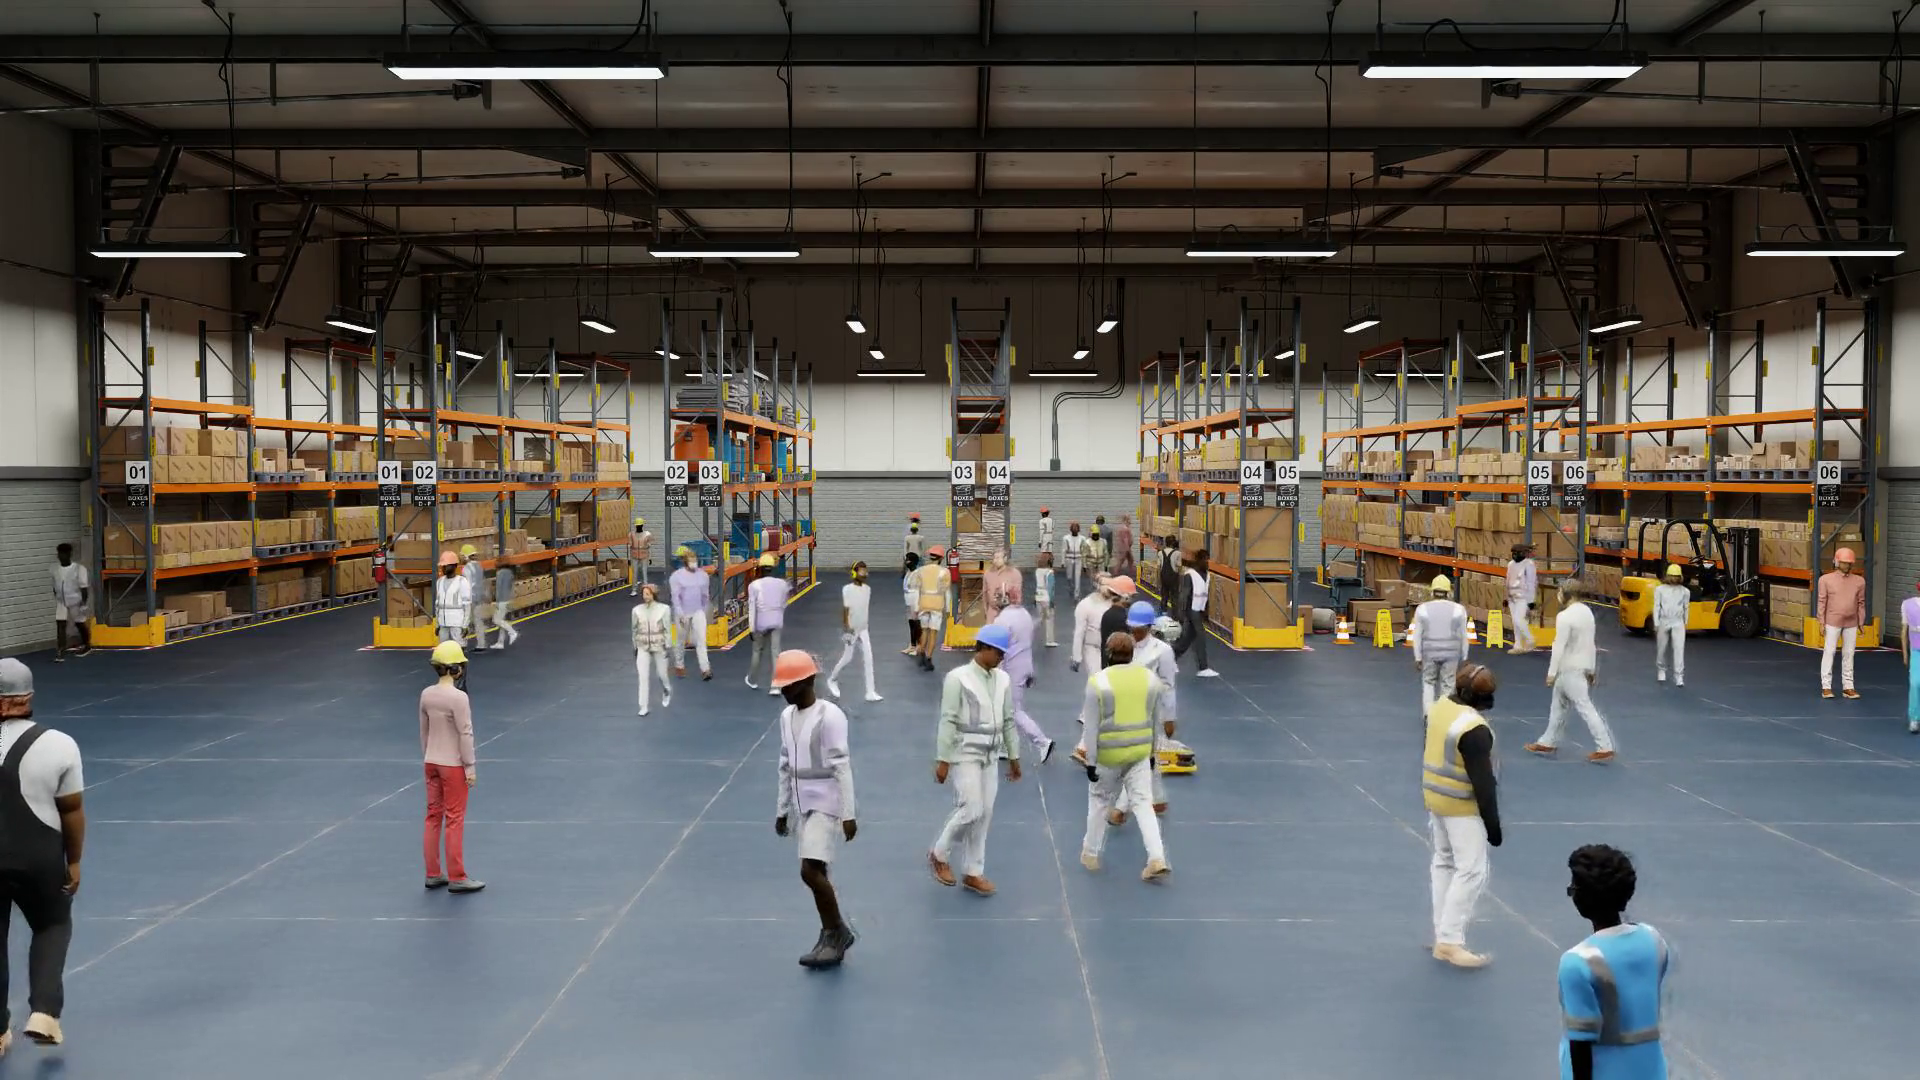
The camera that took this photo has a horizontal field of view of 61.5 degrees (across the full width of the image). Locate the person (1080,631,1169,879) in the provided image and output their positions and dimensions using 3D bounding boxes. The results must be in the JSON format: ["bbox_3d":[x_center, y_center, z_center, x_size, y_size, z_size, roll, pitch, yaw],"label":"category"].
[{"bbox_3d":[1.202,1.570,11.875,0.630,1.808,0.906,-1,2,-19],"label":"person"}]

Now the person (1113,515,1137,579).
[{"bbox_3d":[4.683,0.234,44.639,0.978,1.859,0.675,0,2,11],"label":"person"}]

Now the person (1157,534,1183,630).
[{"bbox_3d":[3.960,0.811,30.420,0.509,1.842,0.329,1,3,32],"label":"person"}]

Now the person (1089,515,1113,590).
[{"bbox_3d":[3.619,0.323,41.547,0.627,1.938,0.372,0,2,-4],"label":"person"}]

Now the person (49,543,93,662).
[{"bbox_3d":[-14.208,0.978,25.865,0.619,1.890,1.060,0,2,-4],"label":"person"}]

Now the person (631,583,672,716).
[{"bbox_3d":[-3.807,1.332,20.002,0.516,1.618,0.687,0,2,2],"label":"person"}]

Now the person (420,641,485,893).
[{"bbox_3d":[-3.626,1.600,11.480,0.524,1.771,0.313,2,3,36],"label":"person"}]

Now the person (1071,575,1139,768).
[{"bbox_3d":[1.547,1.326,16.027,0.892,1.965,0.626,-1,2,-17],"label":"person"}]

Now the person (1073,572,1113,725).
[{"bbox_3d":[1.592,1.288,18.320,0.667,1.862,0.998,-1,3,-33],"label":"person"}]

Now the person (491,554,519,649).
[{"bbox_3d":[-7.721,1.046,27.383,0.459,1.602,0.536,0,2,9],"label":"person"}]

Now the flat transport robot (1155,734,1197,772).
[{"bbox_3d":[1.920,2.160,16.489,0.652,0.197,1.431,0,2,-6],"label":"flat transport robot"}]

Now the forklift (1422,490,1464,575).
[{"bbox_3d":[13.926,-0.371,47.846,1.873,2.768,1.129,0,2,0],"label":"forklift"}]

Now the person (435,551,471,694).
[{"bbox_3d":[-6.829,1.114,21.640,0.551,1.934,0.373,1,2,24],"label":"person"}]

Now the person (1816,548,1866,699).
[{"bbox_3d":[11.665,1.096,21.367,0.611,1.996,0.375,0,2,4],"label":"person"}]

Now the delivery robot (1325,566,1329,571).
[{"bbox_3d":[10.326,0.857,44.615,0.707,0.478,0.477,0,2,-1],"label":"delivery robot"}]

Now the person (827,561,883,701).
[{"bbox_3d":[-1.398,1.180,21.315,0.524,1.840,0.930,-2,3,-43],"label":"person"}]

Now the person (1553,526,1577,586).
[{"bbox_3d":[12.135,0.688,32.316,0.543,1.940,0.361,0,2,0],"label":"person"}]

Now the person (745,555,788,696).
[{"bbox_3d":[-2.609,1.142,21.767,0.582,1.864,1.020,-1,2,-22],"label":"person"}]

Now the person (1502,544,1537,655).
[{"bbox_3d":[9.198,0.972,26.566,0.438,1.830,0.638,-1,2,-13],"label":"person"}]

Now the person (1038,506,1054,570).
[{"bbox_3d":[2.530,0.019,47.907,0.392,2.039,0.612,2,3,42],"label":"person"}]

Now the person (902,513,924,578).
[{"bbox_3d":[-1.243,0.158,46.290,0.976,1.882,0.569,-1,2,-19],"label":"person"}]

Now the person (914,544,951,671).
[{"bbox_3d":[-0.394,1.021,24.539,0.540,1.897,0.665,1,2,20],"label":"person"}]

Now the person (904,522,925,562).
[{"bbox_3d":[-1.182,0.418,41.575,0.531,1.745,0.684,0,2,5],"label":"person"}]

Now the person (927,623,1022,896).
[{"bbox_3d":[0.117,1.539,11.418,0.483,1.904,0.646,2,3,42],"label":"person"}]

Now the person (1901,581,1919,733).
[{"bbox_3d":[11.034,1.305,18.364,0.585,1.813,0.840,1,3,30],"label":"person"}]

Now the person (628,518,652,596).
[{"bbox_3d":[-7.812,0.414,39.379,0.594,1.924,0.383,0,2,-2],"label":"person"}]

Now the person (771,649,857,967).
[{"bbox_3d":[-0.889,1.602,9.656,0.465,1.909,0.597,-2,3,-40],"label":"person"}]

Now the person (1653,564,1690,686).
[{"bbox_3d":[10.084,1.181,22.902,0.487,1.699,0.898,1,2,18],"label":"person"}]

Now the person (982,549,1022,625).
[{"bbox_3d":[0.604,1.070,23.934,0.641,1.843,1.028,1,2,14],"label":"person"}]

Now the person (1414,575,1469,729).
[{"bbox_3d":[5.481,1.303,18.369,0.596,1.817,0.428,1,2,21],"label":"person"}]

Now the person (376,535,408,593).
[{"bbox_3d":[-10.742,0.819,30.530,0.552,1.816,0.980,0,2,-5],"label":"person"}]

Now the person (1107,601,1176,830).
[{"bbox_3d":[1.455,1.454,13.586,0.912,1.892,0.651,-2,3,-37],"label":"person"}]

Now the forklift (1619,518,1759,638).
[{"bbox_3d":[13.417,0.684,29.791,2.313,2.155,1.214,0,2,0],"label":"forklift"}]

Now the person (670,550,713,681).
[{"bbox_3d":[-3.889,1.085,23.281,0.619,1.881,1.051,-1,3,-28],"label":"person"}]

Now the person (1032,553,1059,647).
[{"bbox_3d":[1.395,1.033,27.659,0.604,1.617,0.518,-1,3,-33],"label":"person"}]

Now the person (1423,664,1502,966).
[{"bbox_3d":[3.059,1.651,9.846,0.435,1.813,0.713,0,2,-7],"label":"person"}]

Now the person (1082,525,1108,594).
[{"bbox_3d":[3.115,0.568,36.977,0.619,1.805,0.704,0,2,-6],"label":"person"}]

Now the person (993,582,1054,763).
[{"bbox_3d":[0.608,1.355,16.471,0.804,1.872,0.665,1,3,27],"label":"person"}]

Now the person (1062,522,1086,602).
[{"bbox_3d":[2.688,0.504,37.922,0.589,1.866,0.726,0,2,5],"label":"person"}]

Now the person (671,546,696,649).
[{"bbox_3d":[-4.727,0.975,27.451,0.530,1.747,0.527,0,2,2],"label":"person"}]

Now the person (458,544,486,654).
[{"bbox_3d":[-8.157,0.980,26.580,0.778,1.801,0.629,0,2,10],"label":"person"}]

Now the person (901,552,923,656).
[{"bbox_3d":[-0.763,1.044,26.370,0.322,1.697,0.535,-1,2,-21],"label":"person"}]

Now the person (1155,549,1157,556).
[{"bbox_3d":[5.789,0.303,45.883,0.512,1.620,0.525,-1,2,-19],"label":"person"}]

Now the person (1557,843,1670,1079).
[{"bbox_3d":[2.289,1.887,5.561,0.519,1.661,0.792,-1,3,-28],"label":"person"}]

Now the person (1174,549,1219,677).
[{"bbox_3d":[3.424,1.057,23.943,0.889,1.879,0.655,2,3,37],"label":"person"}]

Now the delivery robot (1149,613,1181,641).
[{"bbox_3d":[3.569,1.510,28.172,0.477,0.478,0.707,-1,2,-18],"label":"delivery robot"}]

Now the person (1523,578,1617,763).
[{"bbox_3d":[6.344,1.337,16.686,1.011,1.893,0.647,2,3,43],"label":"person"}]

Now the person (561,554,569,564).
[{"bbox_3d":[-10.809,0.217,43.505,0.623,1.992,0.395,1,2,13],"label":"person"}]

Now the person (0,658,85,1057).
[{"bbox_3d":[-4.821,1.618,8.184,0.703,2.000,0.535,-1,2,-24],"label":"person"}]
